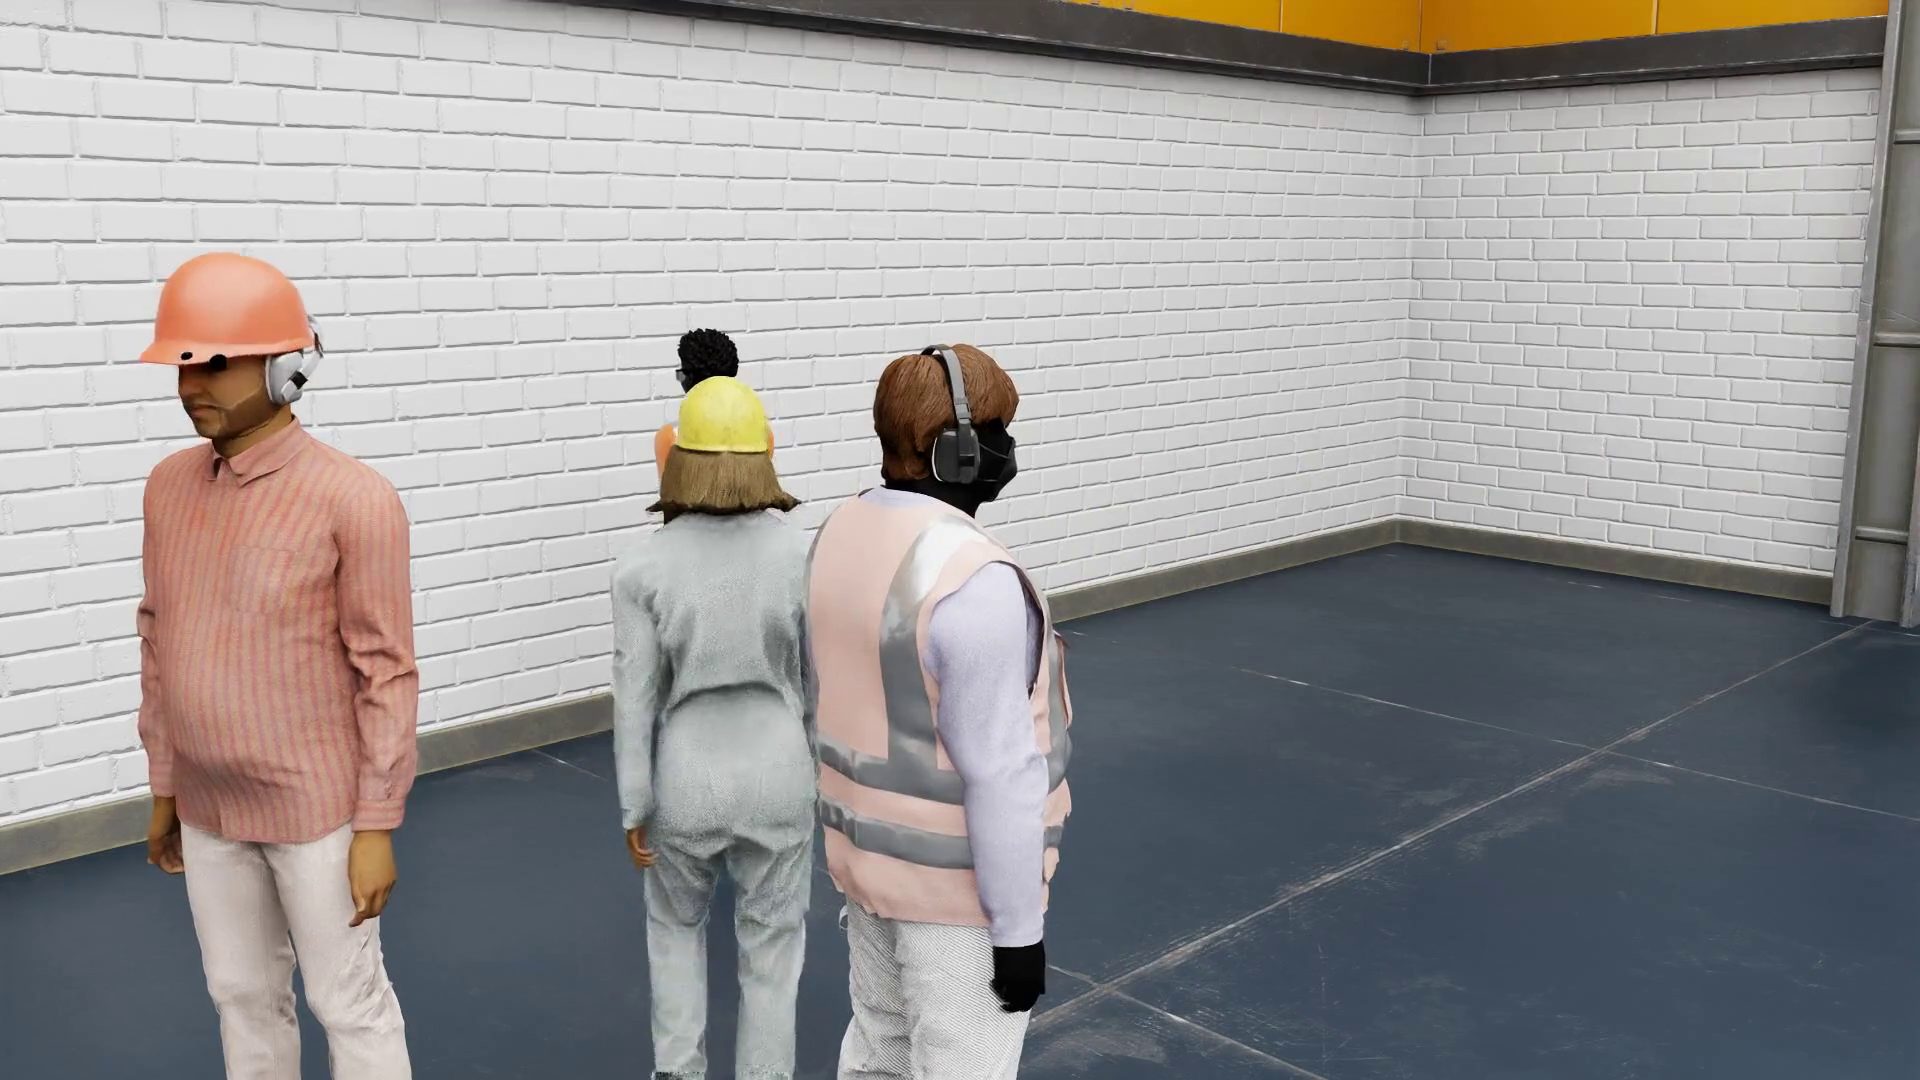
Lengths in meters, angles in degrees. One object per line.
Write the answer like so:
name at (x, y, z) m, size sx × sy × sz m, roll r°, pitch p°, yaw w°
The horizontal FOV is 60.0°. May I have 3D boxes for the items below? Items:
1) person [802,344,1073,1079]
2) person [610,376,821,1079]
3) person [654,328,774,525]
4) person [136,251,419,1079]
person at (-0.023, 0.584, 2.907) m, size 0.429 × 1.845 × 0.622 m, roll -6°, pitch 12°, yaw -30°
person at (-0.487, 0.522, 3.539) m, size 0.480 × 1.727 × 0.450 m, roll -2°, pitch 11°, yaw -10°
person at (-0.875, 0.095, 5.961) m, size 0.322 × 1.696 × 0.536 m, roll 8°, pitch 13°, yaw 37°
person at (-1.275, 0.475, 3.082) m, size 0.611 × 1.994 × 0.379 m, roll 4°, pitch 11°, yaw 22°
